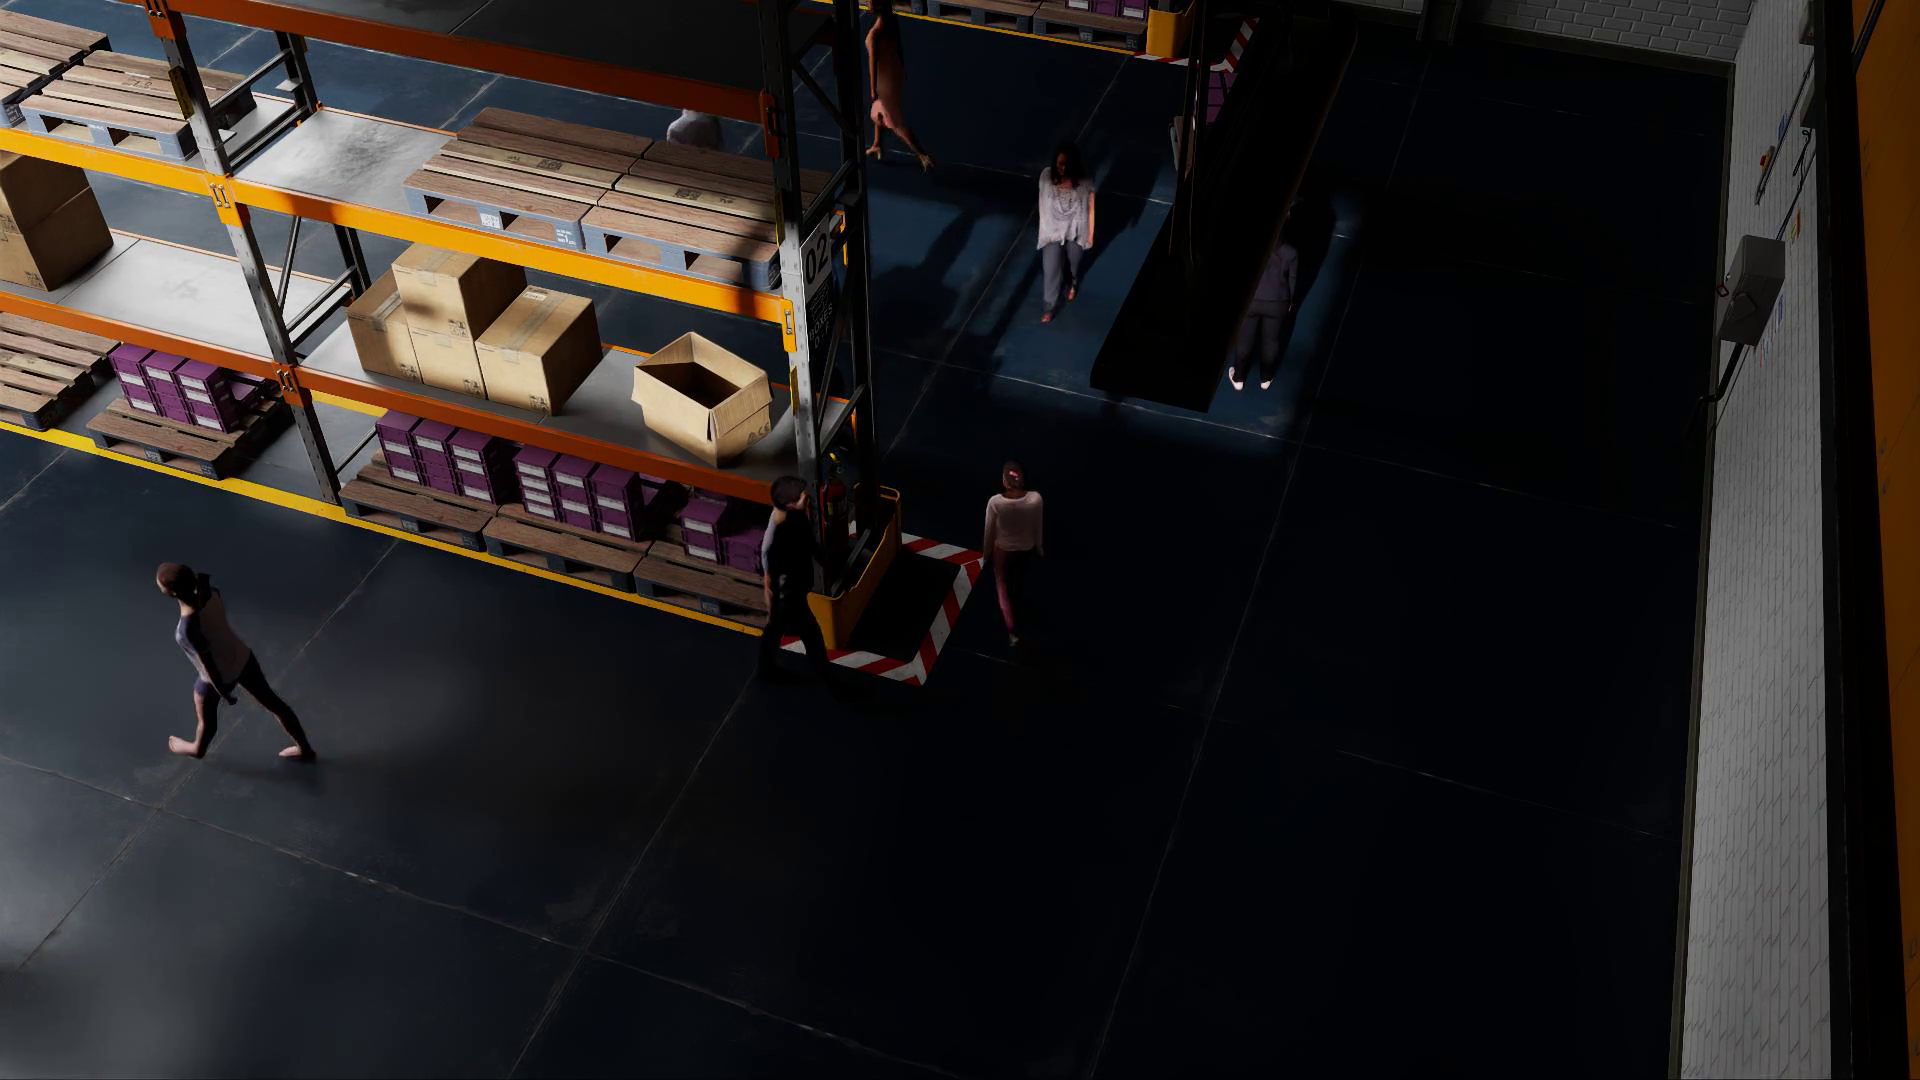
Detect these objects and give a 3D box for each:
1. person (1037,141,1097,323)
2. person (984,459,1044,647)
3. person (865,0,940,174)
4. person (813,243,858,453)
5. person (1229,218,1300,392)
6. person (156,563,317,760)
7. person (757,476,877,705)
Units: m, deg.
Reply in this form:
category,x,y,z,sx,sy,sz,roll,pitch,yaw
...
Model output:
category,x,y,z,sx,sy,sz,roll,pitch,yaw
person,0.895,-2.639,13.816,0.984,1.571,0.840,4,44,5
person,0.369,0.080,11.065,0.967,1.428,0.917,-8,44,-8
person,-0.570,-4.150,15.245,1.147,1.788,0.730,22,48,21
person,-1.149,-1.532,12.452,0.843,1.850,0.700,17,46,17
person,2.359,-1.859,12.964,0.669,1.617,0.788,1,44,1
person,-4.372,0.795,10.105,1.154,1.717,0.690,8,44,8
person,-1.175,0.302,10.543,1.134,1.826,0.819,6,44,6
